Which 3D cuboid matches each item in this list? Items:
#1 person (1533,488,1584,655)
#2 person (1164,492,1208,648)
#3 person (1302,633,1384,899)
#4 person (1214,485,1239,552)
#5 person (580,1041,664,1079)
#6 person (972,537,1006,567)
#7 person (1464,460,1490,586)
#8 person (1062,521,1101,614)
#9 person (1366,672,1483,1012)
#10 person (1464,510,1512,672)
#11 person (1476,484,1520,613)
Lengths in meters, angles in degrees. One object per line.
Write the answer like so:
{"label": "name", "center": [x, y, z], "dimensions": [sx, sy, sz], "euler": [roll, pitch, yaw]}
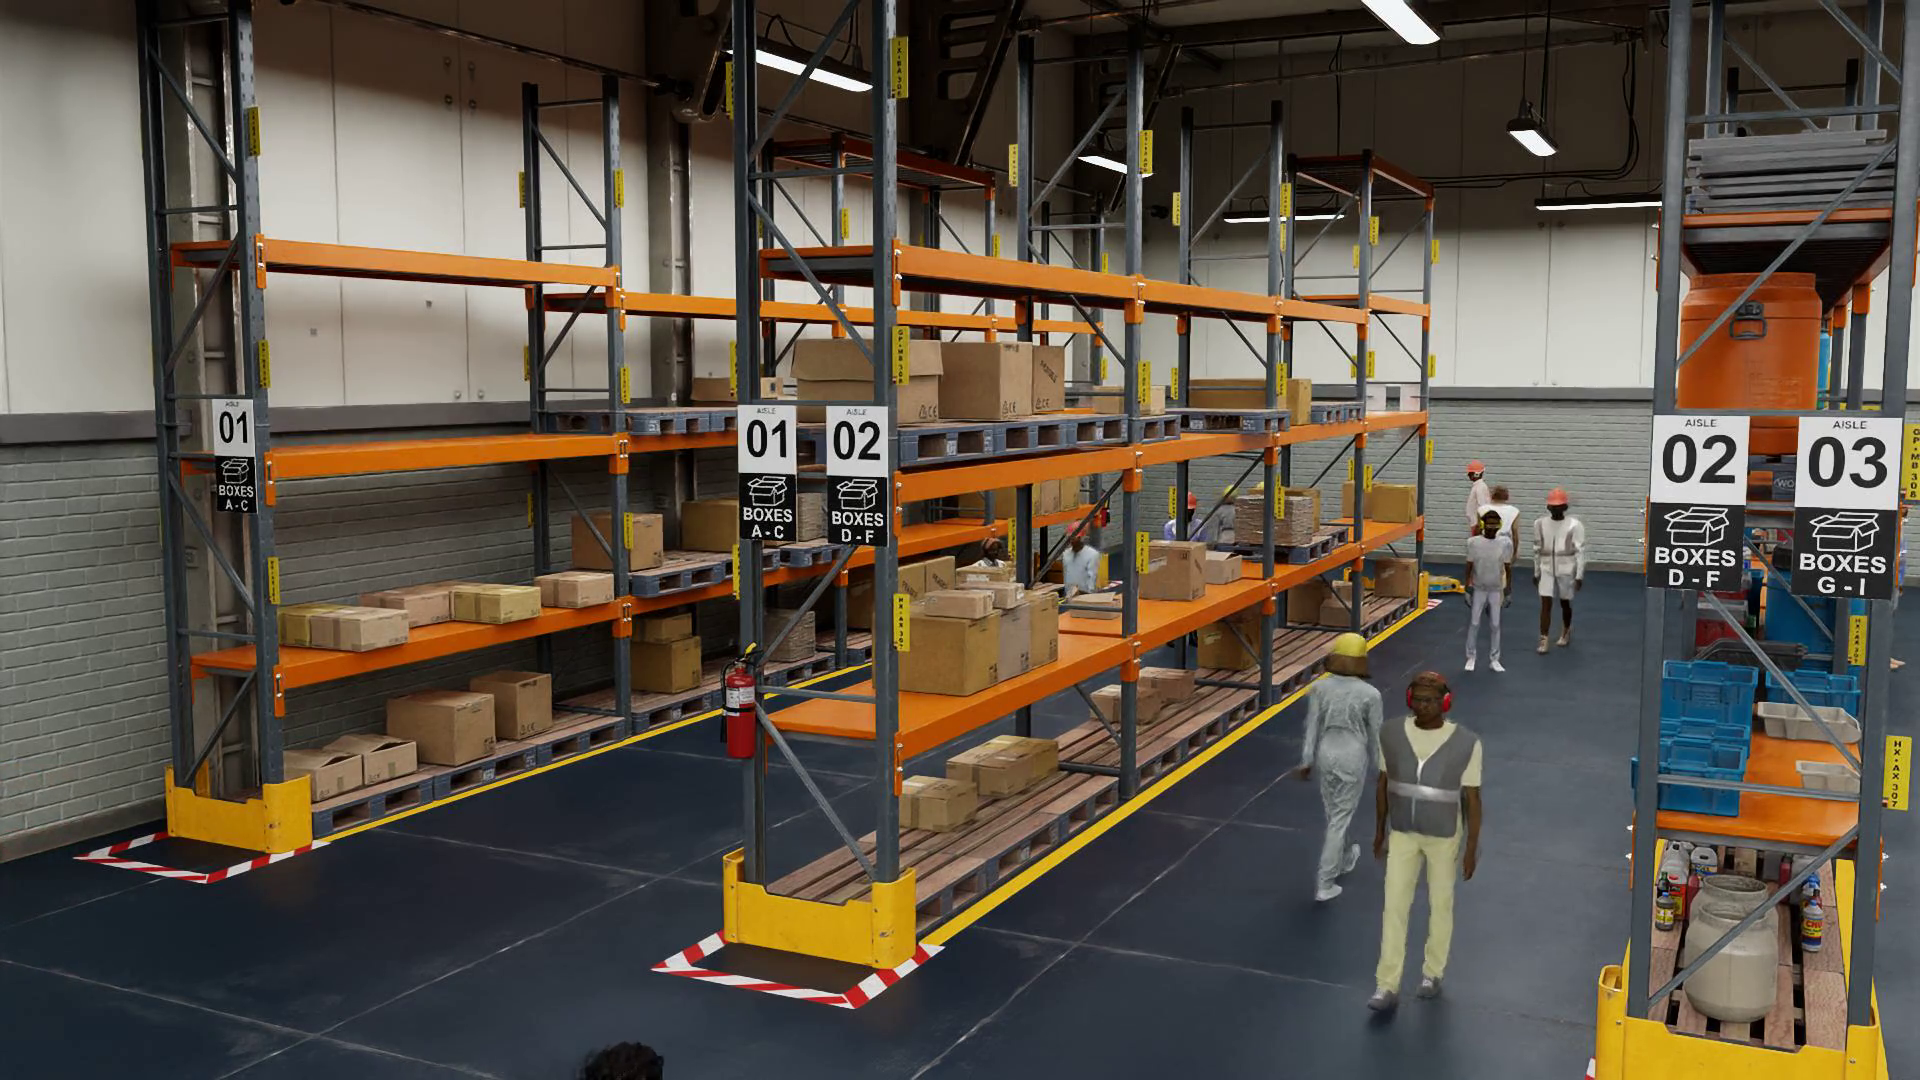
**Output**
{"label": "person", "center": [7.286, 0.362, 20.240], "dimensions": [0.627, 2.002, 1.025], "euler": [4, 7, 34]}
{"label": "person", "center": [2.779, 0.373, 20.438], "dimensions": [0.543, 1.928, 0.400], "euler": [-1, 6, -9]}
{"label": "person", "center": [2.568, 1.454, 10.951], "dimensions": [0.501, 1.693, 0.886], "euler": [4, 7, 37]}
{"label": "person", "center": [3.971, 0.055, 24.461], "dimensions": [0.495, 1.736, 0.450], "euler": [3, 7, 30]}
{"label": "person", "center": [-0.947, 2.143, 4.376], "dimensions": [0.570, 1.676, 0.540], "euler": [-3, 6, -25]}
{"label": "person", "center": [0.311, 0.781, 17.841], "dimensions": [0.523, 1.636, 0.311], "euler": [-6, 8, -44]}
{"label": "person", "center": [8.161, -0.265, 26.294], "dimensions": [0.400, 1.989, 0.623], "euler": [2, 6, 15]}
{"label": "person", "center": [1.404, 0.621, 19.045], "dimensions": [0.550, 1.713, 0.873], "euler": [5, 7, 38]}
{"label": "person", "center": [2.444, 1.617, 8.848], "dimensions": [0.587, 1.810, 0.873], "euler": [3, 7, 30]}
{"label": "person", "center": [5.964, 0.579, 18.802], "dimensions": [0.520, 1.854, 0.384], "euler": [1, 6, 10]}
{"label": "person", "center": [7.560, 0.128, 23.410], "dimensions": [0.604, 1.809, 0.875], "euler": [2, 6, 16]}
